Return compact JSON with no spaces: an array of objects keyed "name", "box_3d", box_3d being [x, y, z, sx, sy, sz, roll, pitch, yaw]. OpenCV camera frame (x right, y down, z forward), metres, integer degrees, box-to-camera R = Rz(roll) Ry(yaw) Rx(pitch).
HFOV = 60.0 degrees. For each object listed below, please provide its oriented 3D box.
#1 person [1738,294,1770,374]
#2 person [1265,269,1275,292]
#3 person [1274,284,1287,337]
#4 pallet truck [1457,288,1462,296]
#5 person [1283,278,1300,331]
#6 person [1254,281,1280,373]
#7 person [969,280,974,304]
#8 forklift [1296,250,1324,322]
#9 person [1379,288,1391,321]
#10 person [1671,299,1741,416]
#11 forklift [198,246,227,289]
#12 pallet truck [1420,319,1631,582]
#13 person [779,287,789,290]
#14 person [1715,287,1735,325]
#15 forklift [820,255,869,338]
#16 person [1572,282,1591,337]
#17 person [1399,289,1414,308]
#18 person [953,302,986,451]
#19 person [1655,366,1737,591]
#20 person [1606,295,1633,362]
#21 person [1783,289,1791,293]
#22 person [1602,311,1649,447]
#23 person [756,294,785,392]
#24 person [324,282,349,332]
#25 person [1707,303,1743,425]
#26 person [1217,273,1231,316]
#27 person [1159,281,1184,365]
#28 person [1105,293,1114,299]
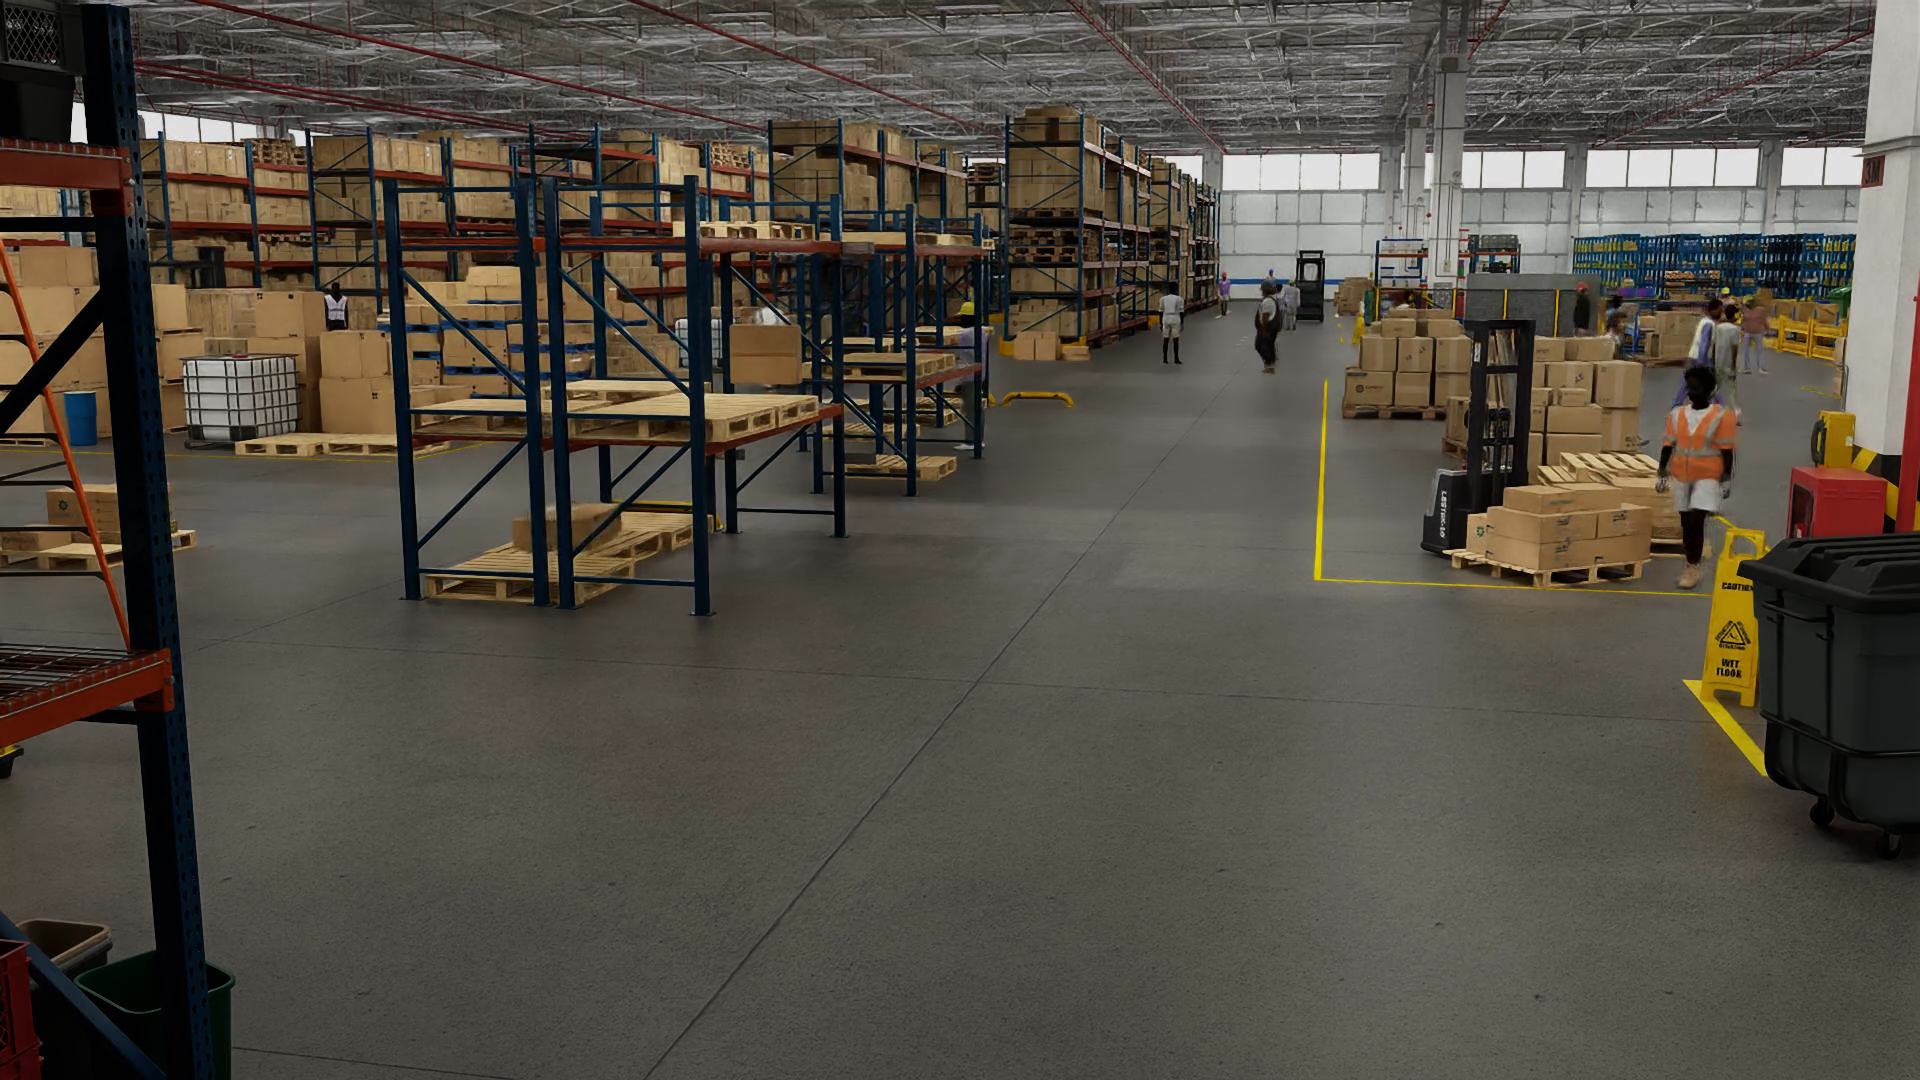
[{"name":"person","box_3d":[17.167,-4.423,35.842,0.690,1.717,0.321,8,12,39]},{"name":"person","box_3d":[16.244,-13.191,87.065,0.605,1.951,0.381,-5,11,-26]},{"name":"person","box_3d":[10.228,-7.371,53.409,0.540,1.673,0.630,1,10,4]},{"name":"pallet truck","box_3d":[20.506,-9.785,68.819,0.653,1.274,1.630,2,10,12]},{"name":"person","box_3d":[11.488,-8.178,57.798,0.613,1.813,0.511,1,10,4]},{"name":"person","box_3d":[6.654,-4.621,36.052,0.538,2.000,0.692,7,12,35]},{"name":"person","box_3d":[0.549,-9.207,64.224,0.421,1.680,0.548,3,10,16]},{"name":"forklift","box_3d":[13.778,-10.002,65.433,1.129,2.768,1.873,2,10,12]},{"name":"person","box_3d":[14.875,-8.080,57.861,0.851,1.586,0.543,3,10,18]},{"name":"person","box_3d":[11.625,-2.814,25.905,1.021,1.855,0.583,3,10,15]},{"name":"forklift","box_3d":[-20.615,-6.728,46.048,1.129,2.768,1.873,7,12,38]},{"name":"pallet truck","box_3d":[4.543,-0.757,13.299,0.823,1.965,1.885,-4,10,-22]},{"name":"person","box_3d":[-6.970,-9.504,65.435,0.455,1.891,0.651,2,10,12]},{"name":"person","box_3d":[20.115,-5.788,43.808,0.535,1.750,0.378,3,10,19]},{"name":"forklift","box_3d":[-2.473,-4.857,34.965,1.129,2.768,1.873,2,10,12]},{"name":"person","box_3d":[14.036,-4.809,37.400,0.690,1.966,0.648,7,12,37]},{"name":"person","box_3d":[9.249,-4.252,34.442,0.425,1.852,0.511,-1,10,-5]},{"name":"person","box_3d":[0.125,-2.112,21.556,0.377,1.924,0.648,5,11,25]},{"name":"person","box_3d":[5.457,-0.454,12.452,0.654,1.671,0.550,-7,12,-35]},{"name":"person","box_3d":[14.934,-4.722,37.765,0.880,1.642,0.547,9,13,42]},{"name":"person","box_3d":[44.027,-13.349,88.343,0.388,1.834,0.563,-4,10,-21]},{"name":"person","box_3d":[8.564,-2.100,21.875,0.986,1.797,0.508,8,13,40]},{"name":"person","box_3d":[-3.551,-3.708,31.285,0.581,1.822,0.997,0,10,1]},{"name":"person","box_3d":[-15.389,-5.400,41.067,0.592,1.910,0.387,-7,12,-37]},{"name":"person","box_3d":[11.257,-2.583,24.619,0.887,1.833,0.562,-4,10,-23]},{"name":"person","box_3d":[11.639,-10.837,73.328,0.559,1.894,0.985,1,10,8]},{"name":"person","box_3d":[4.978,-5.096,39.087,0.612,1.962,0.363,4,11,25]},{"name":"person","box_3d":[7.257,-12.192,81.482,0.625,1.841,0.429,-2,10,-12]}]
